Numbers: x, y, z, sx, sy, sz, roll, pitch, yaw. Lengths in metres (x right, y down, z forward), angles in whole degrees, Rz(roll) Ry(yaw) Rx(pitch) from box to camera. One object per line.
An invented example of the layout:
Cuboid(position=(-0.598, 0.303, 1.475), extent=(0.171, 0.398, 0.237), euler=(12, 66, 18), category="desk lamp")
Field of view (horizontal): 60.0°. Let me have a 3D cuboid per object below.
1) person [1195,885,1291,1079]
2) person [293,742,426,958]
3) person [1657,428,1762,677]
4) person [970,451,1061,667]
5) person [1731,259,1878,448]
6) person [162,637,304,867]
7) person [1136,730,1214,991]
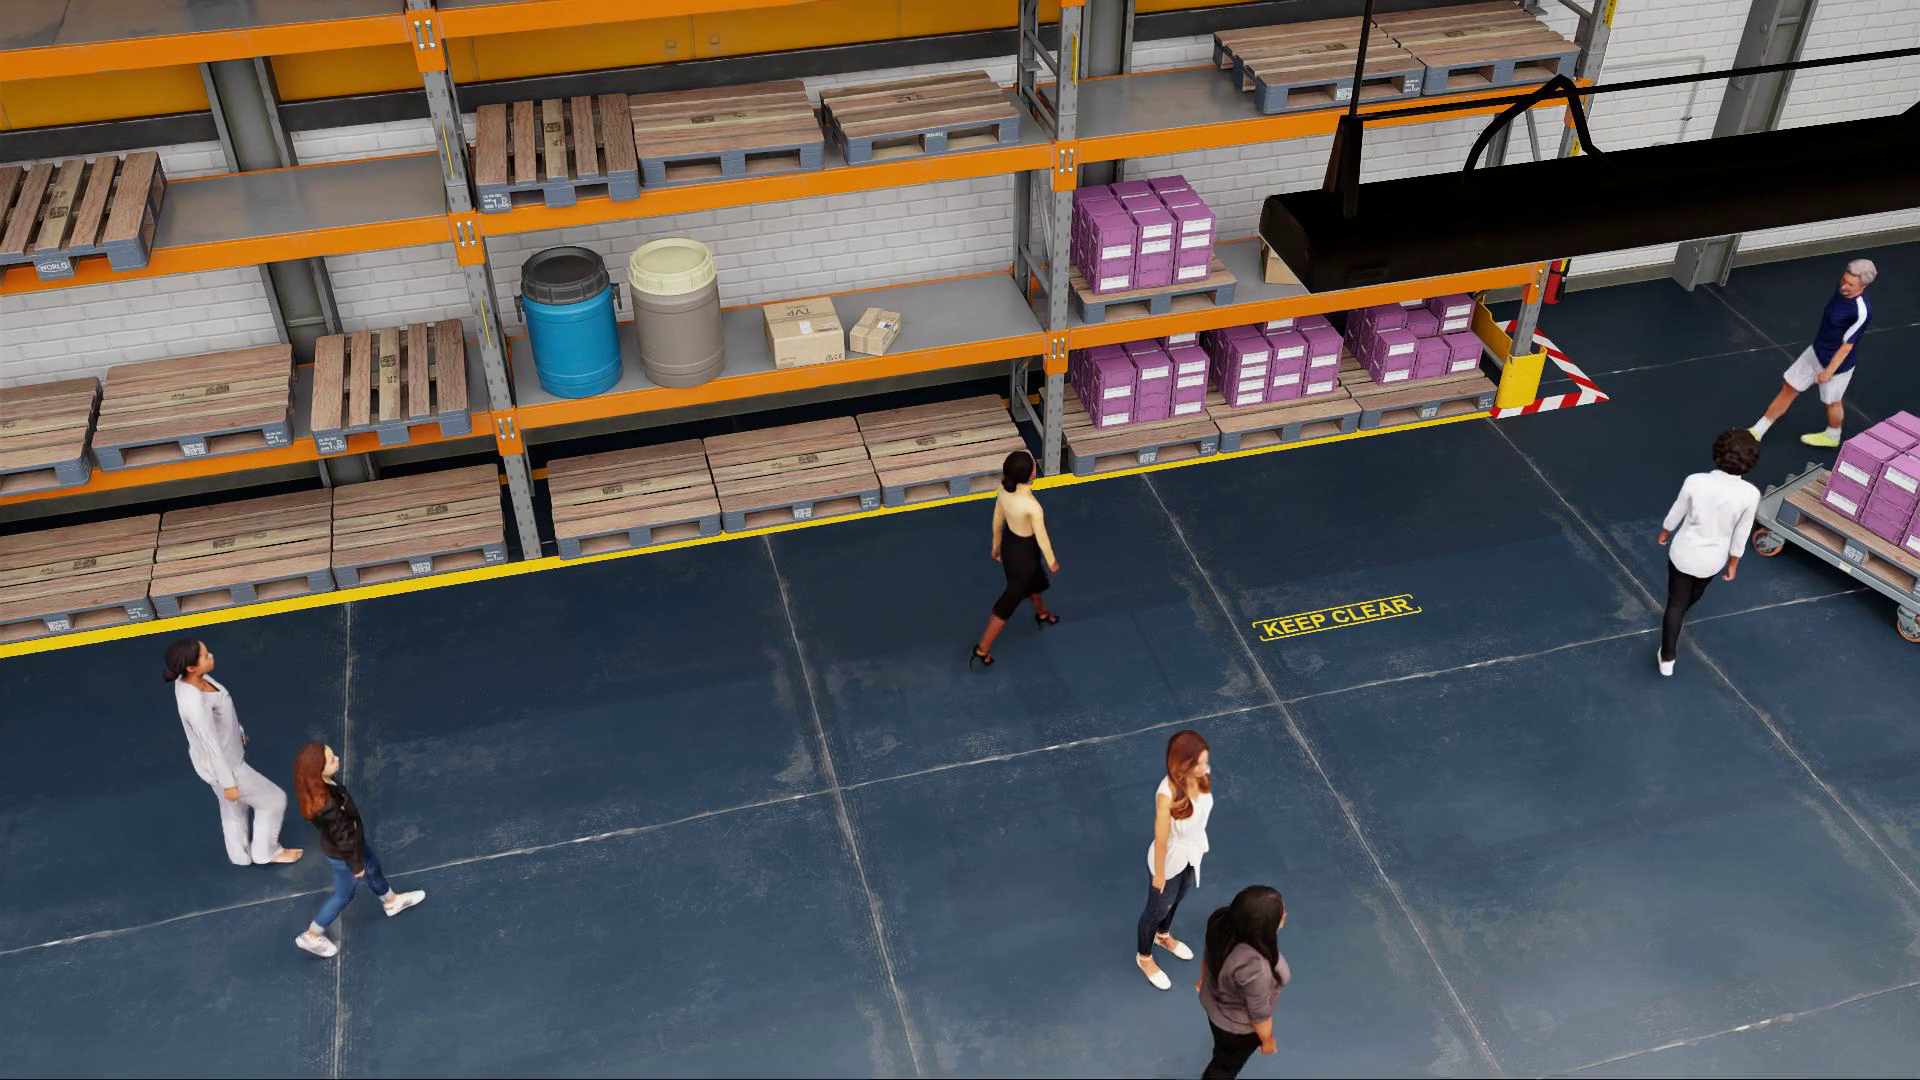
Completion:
Cuboid(position=(1.237, 2.318, 8.045), extent=(0.636, 1.820, 0.641), euler=(-11, 40, -13), category="person")
Cuboid(position=(-3.456, 1.696, 9.113), extent=(1.023, 1.458, 0.749), euler=(-20, 43, -23), category="person")
Cuboid(position=(4.818, 0.123, 10.842), extent=(1.135, 1.760, 1.109), euler=(13, 40, 16), category="person")
Cuboid(position=(0.330, 0.168, 10.905), extent=(1.086, 1.611, 0.774), euler=(-22, 44, -25), category="person")
Cuboid(position=(6.734, -1.366, 12.704), extent=(1.202, 1.763, 0.870), euler=(1, 39, 2), category="person")
Cuboid(position=(-4.265, 1.273, 9.433), extent=(0.727, 1.721, 0.725), euler=(-19, 42, -22), category="person")
Cuboid(position=(1.144, 1.671, 8.884), extent=(0.746, 1.784, 0.648), euler=(28, 46, 31), category="person")
